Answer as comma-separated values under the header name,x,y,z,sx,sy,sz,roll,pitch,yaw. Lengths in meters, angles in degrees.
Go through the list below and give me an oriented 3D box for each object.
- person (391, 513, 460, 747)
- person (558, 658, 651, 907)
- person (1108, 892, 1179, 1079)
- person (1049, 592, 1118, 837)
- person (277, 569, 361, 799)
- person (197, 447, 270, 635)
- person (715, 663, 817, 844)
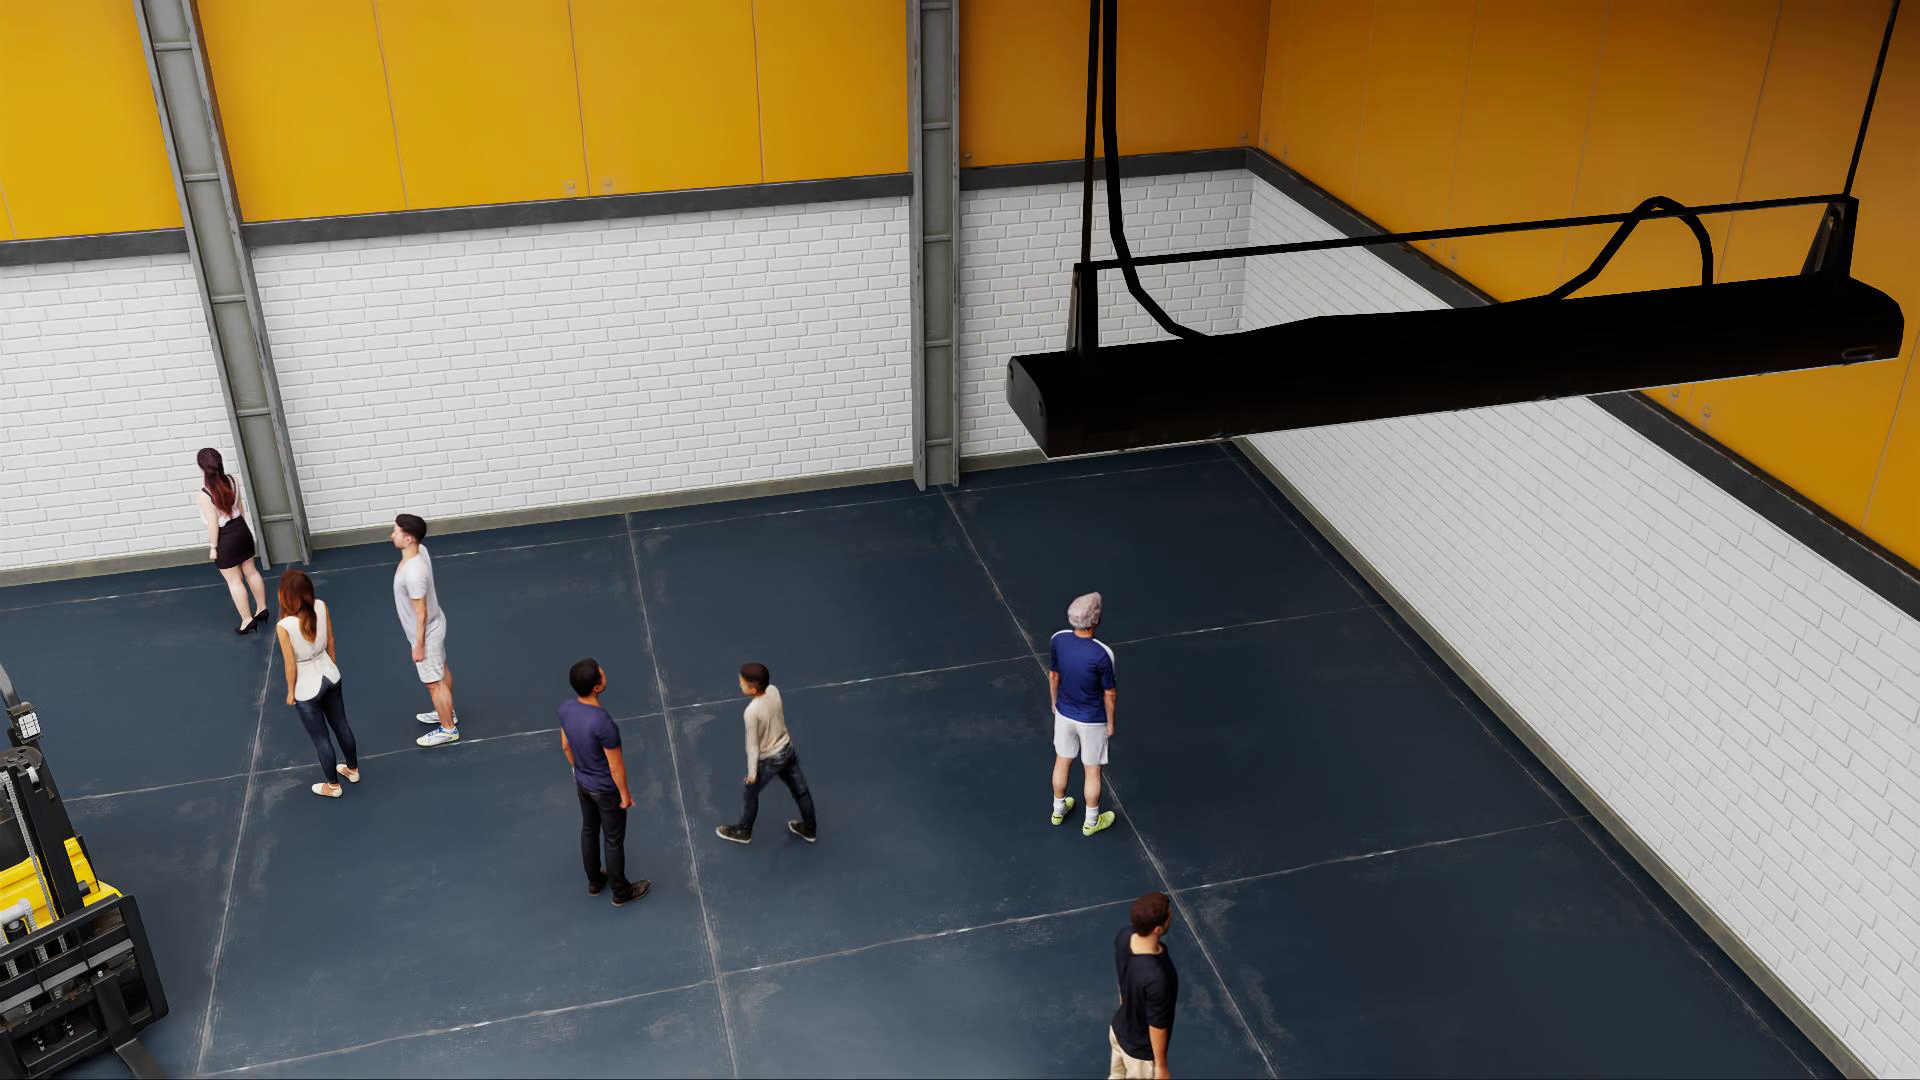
name,x,y,z,sx,sy,sz,roll,pitch,yaw
person,-3.899,0.635,12.133,0.552,1.856,0.667,-7,29,-12
person,-2.298,1.536,10.547,0.709,1.793,0.753,18,33,29
person,0.917,2.573,8.585,0.566,1.851,0.650,-9,30,-17
person,0.822,1.162,11.185,0.719,1.839,0.769,17,33,28
person,-4.460,0.994,11.548,0.718,1.785,0.664,14,32,24
person,-5.927,0.006,13.503,0.676,1.647,0.645,10,30,17
person,-1.200,1.460,11.065,0.939,1.429,0.873,20,35,33
